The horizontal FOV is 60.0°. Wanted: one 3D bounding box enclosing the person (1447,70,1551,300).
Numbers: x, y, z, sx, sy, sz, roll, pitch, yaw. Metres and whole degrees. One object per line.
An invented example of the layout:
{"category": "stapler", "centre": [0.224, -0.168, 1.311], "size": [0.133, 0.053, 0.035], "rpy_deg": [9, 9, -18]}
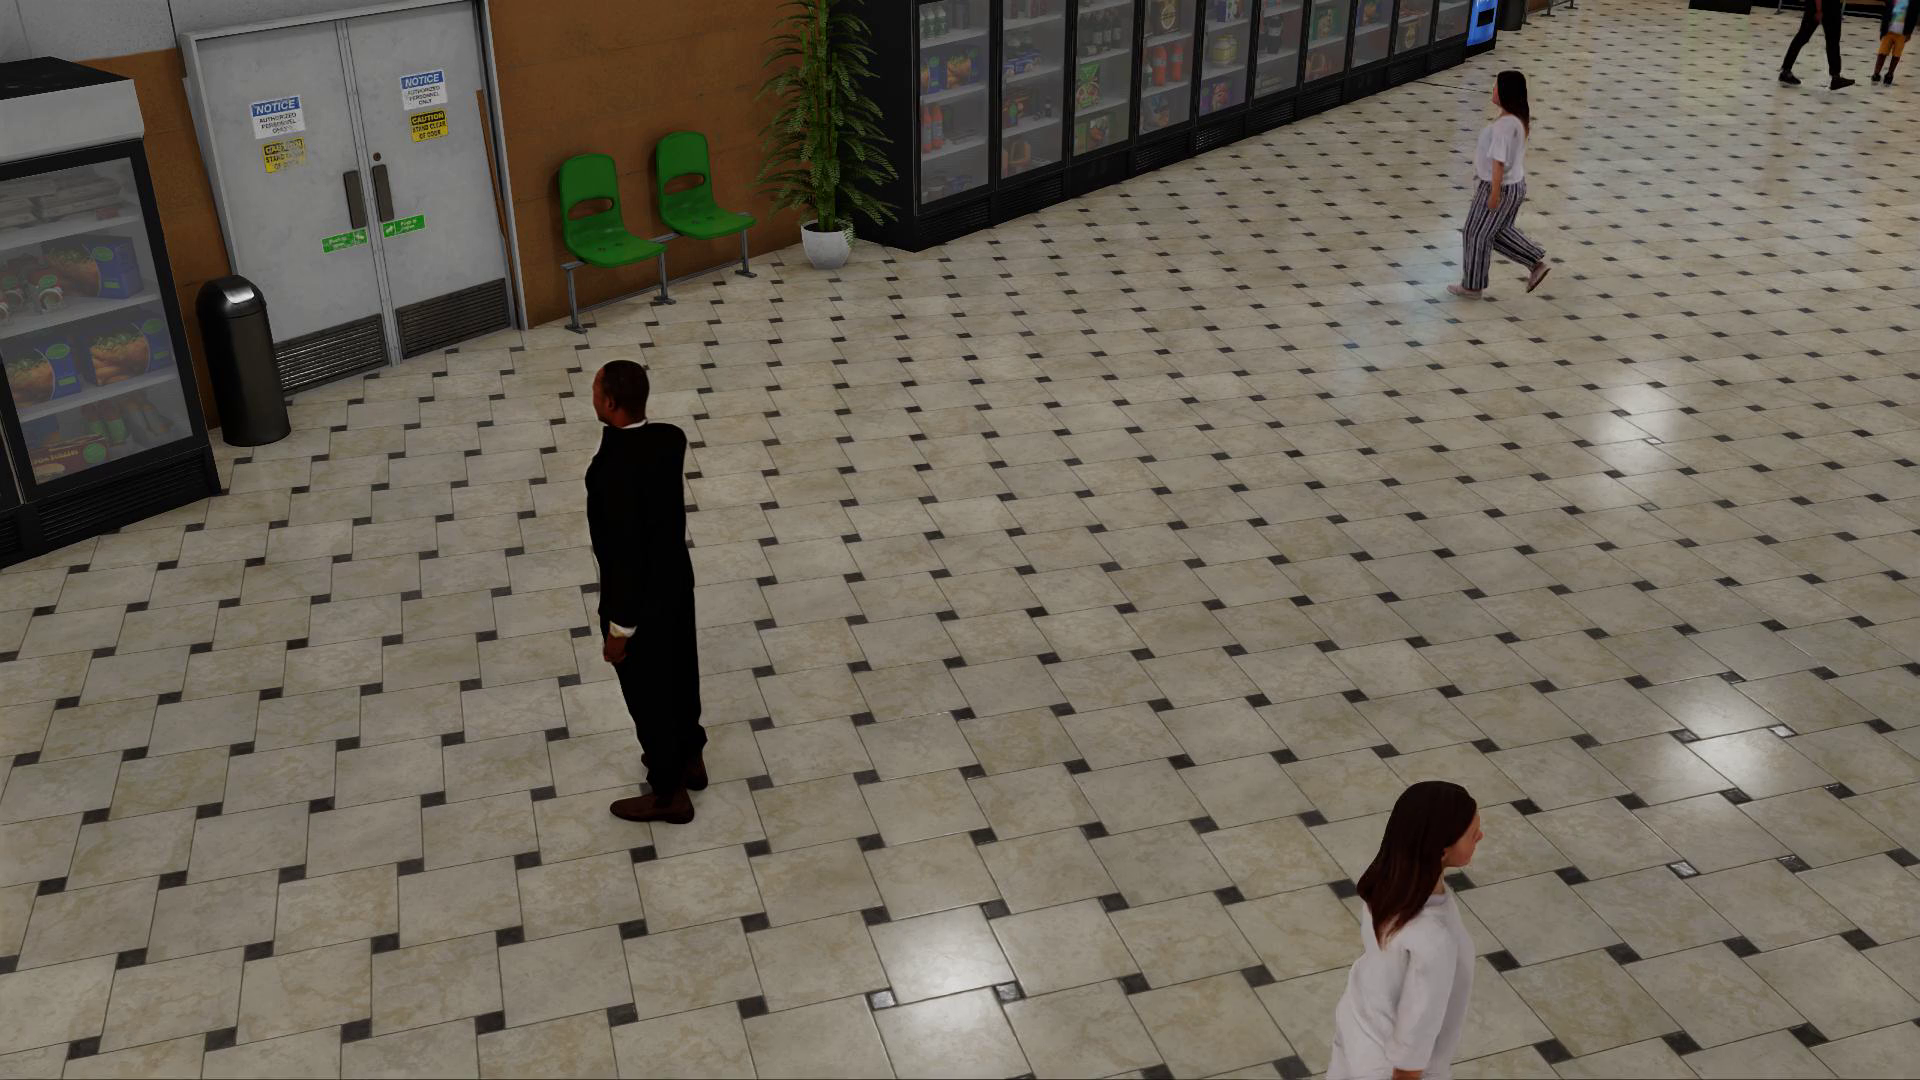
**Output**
{"category": "person", "centre": [3.970, -2.520, 11.998], "size": [0.982, 1.659, 0.775], "rpy_deg": [14, 30, 26]}

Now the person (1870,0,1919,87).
{"category": "person", "centre": [10.689, -5.807, 18.937], "size": [0.734, 1.245, 0.628], "rpy_deg": [17, 31, 29]}

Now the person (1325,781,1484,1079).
{"category": "person", "centre": [1.063, 1.341, 4.388], "size": [1.079, 1.655, 1.087], "rpy_deg": [-5, 27, -10]}

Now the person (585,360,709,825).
{"category": "person", "centre": [-1.185, 0.209, 6.346], "size": [0.758, 1.904, 0.784], "rpy_deg": [9, 28, 17]}

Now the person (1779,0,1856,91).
{"category": "person", "centre": [9.605, -5.980, 18.696], "size": [1.006, 1.772, 1.268], "rpy_deg": [-12, 29, -22]}
